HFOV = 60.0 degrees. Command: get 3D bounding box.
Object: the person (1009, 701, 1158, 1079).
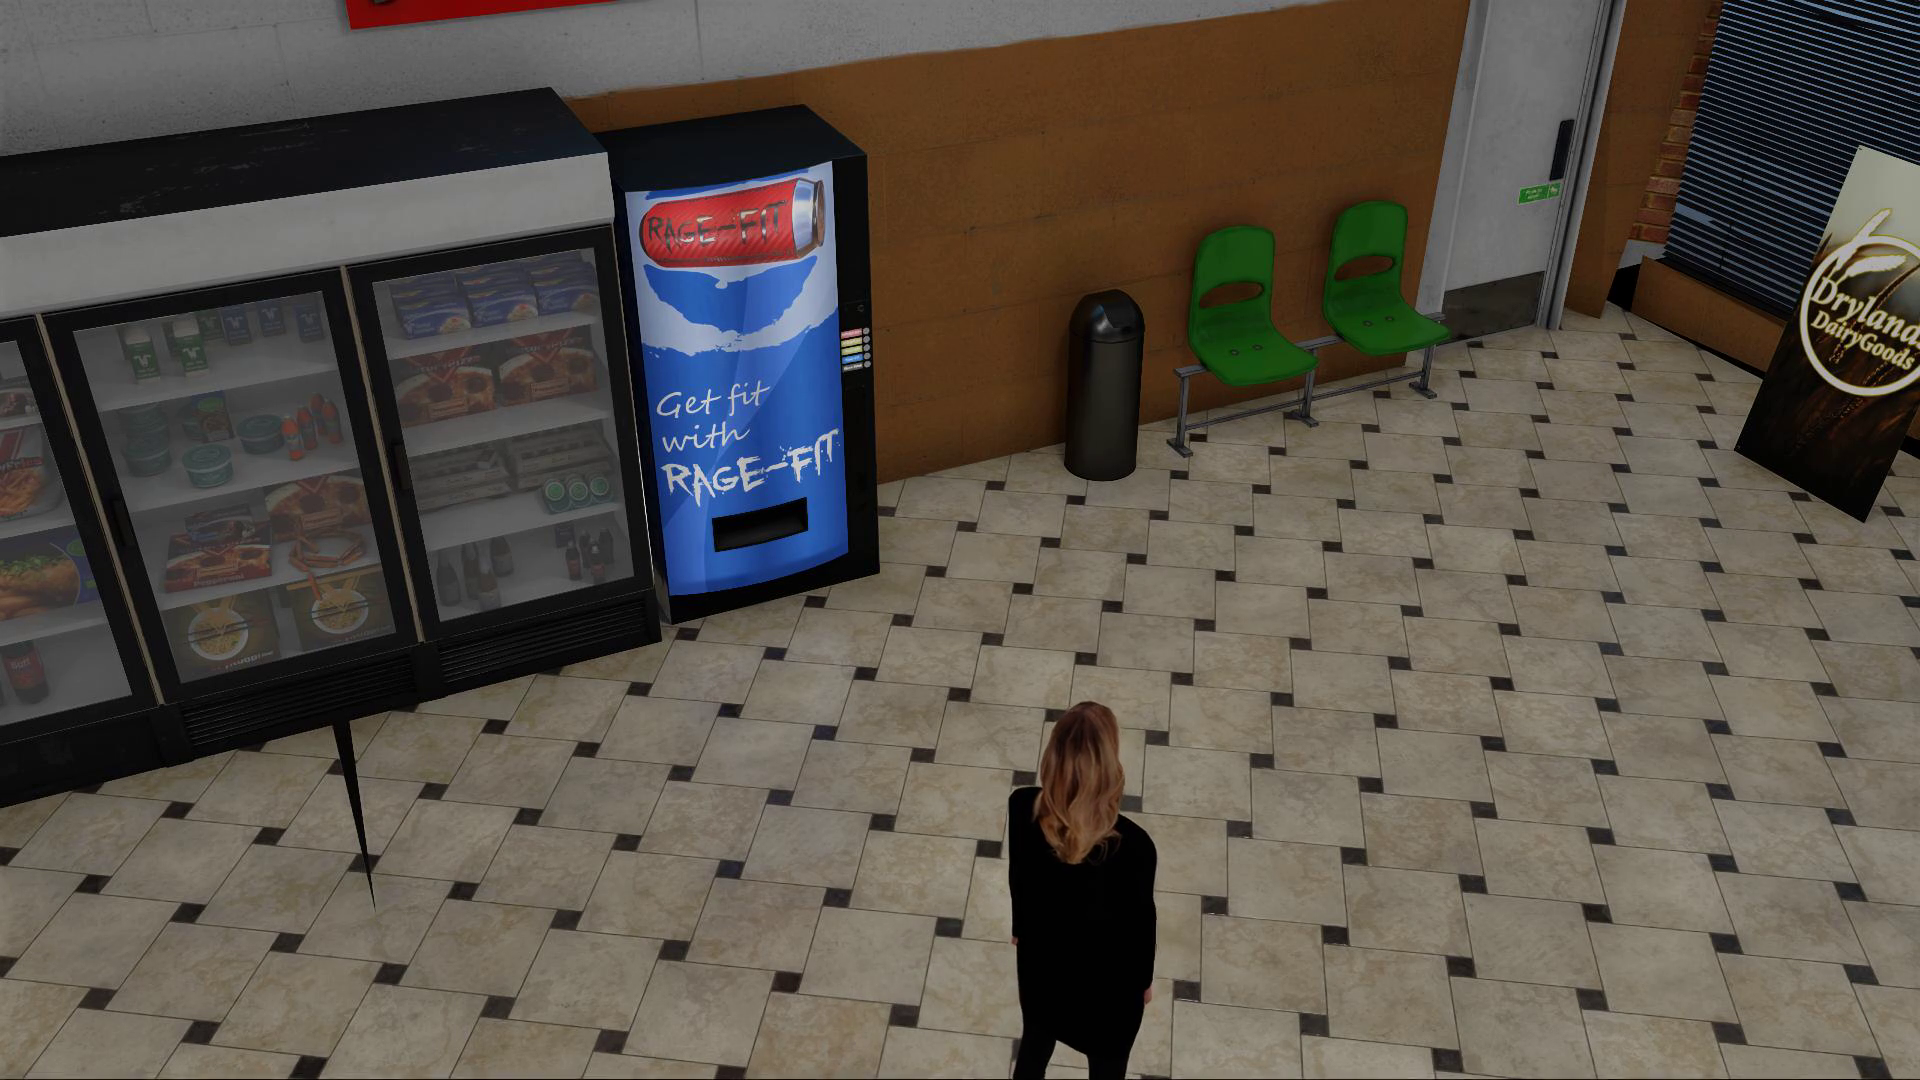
[{"bbox_3d":[0.330,1.215,4.651,0.633,1.800,0.747,20,37,28],"label":"person"}]
